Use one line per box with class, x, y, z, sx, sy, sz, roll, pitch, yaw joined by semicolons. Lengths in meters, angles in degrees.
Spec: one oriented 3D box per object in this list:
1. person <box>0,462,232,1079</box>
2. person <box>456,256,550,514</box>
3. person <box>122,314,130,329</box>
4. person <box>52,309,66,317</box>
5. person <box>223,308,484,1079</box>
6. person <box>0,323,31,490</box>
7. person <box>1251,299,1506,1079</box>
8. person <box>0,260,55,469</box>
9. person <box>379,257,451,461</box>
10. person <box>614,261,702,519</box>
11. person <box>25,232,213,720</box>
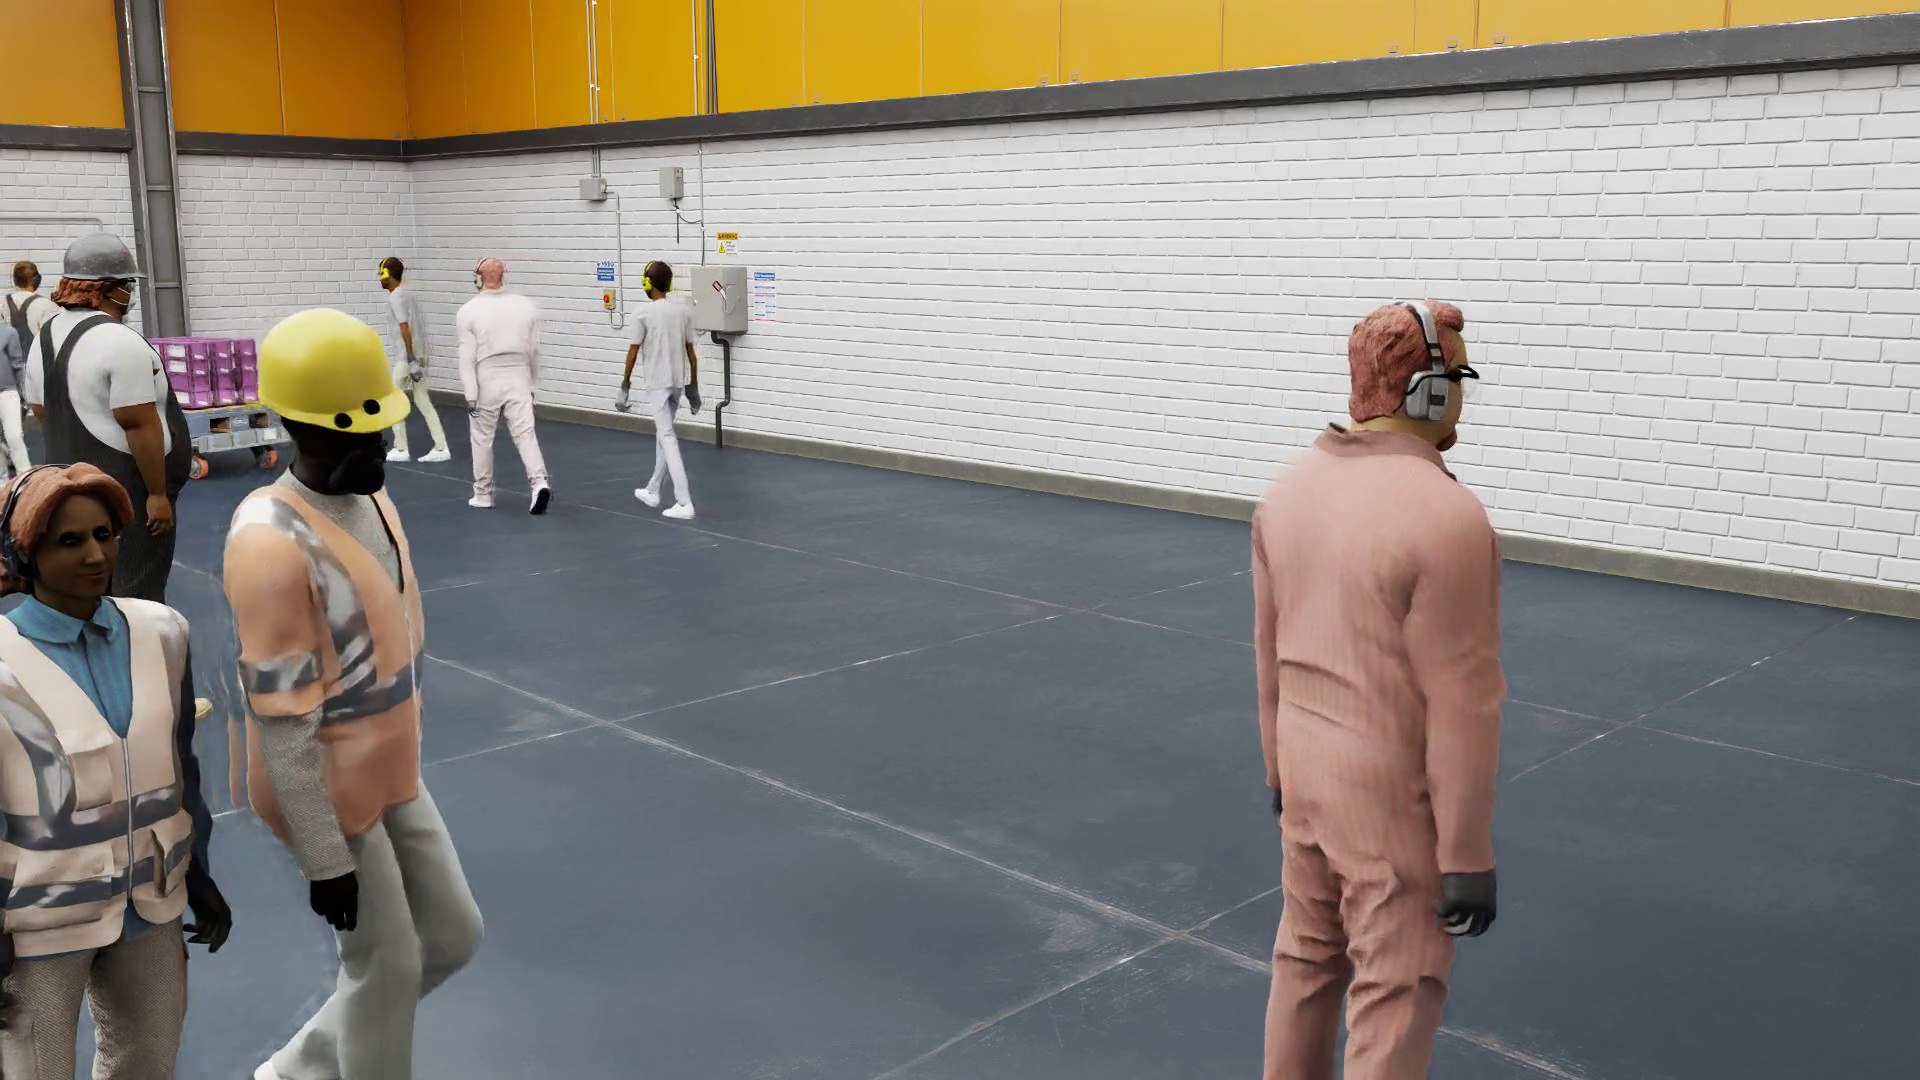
person;-1.539;0.677;2.944;0.311;1.642;0.512;5;12;26
person;-3.329;-1.123;12.130;0.630;1.879;0.910;-8;13;-35
person;-7.745;-1.718;15.323;0.520;1.886;0.639;-7;13;-34
person;-6.907;-1.237;13.101;0.525;1.733;0.577;5;12;27
person;-1.207;0.487;3.291;0.453;1.884;0.633;0;10;-1
person;-7.356;-1.078;12.596;0.538;1.599;0.497;-5;12;-25
person;0.835;0.488;3.254;0.403;1.908;0.644;-4;11;-22
person;-8.143;-1.533;14.547;0.515;1.818;0.855;0;10;1
person;-4.932;-1.594;14.827;0.762;1.820;0.534;1;10;3
person;-2.226;-1.091;12.051;0.915;1.826;0.539;9;14;41
person;-3.461;-0.247;6.893;0.682;2.000;0.537;6;12;29
